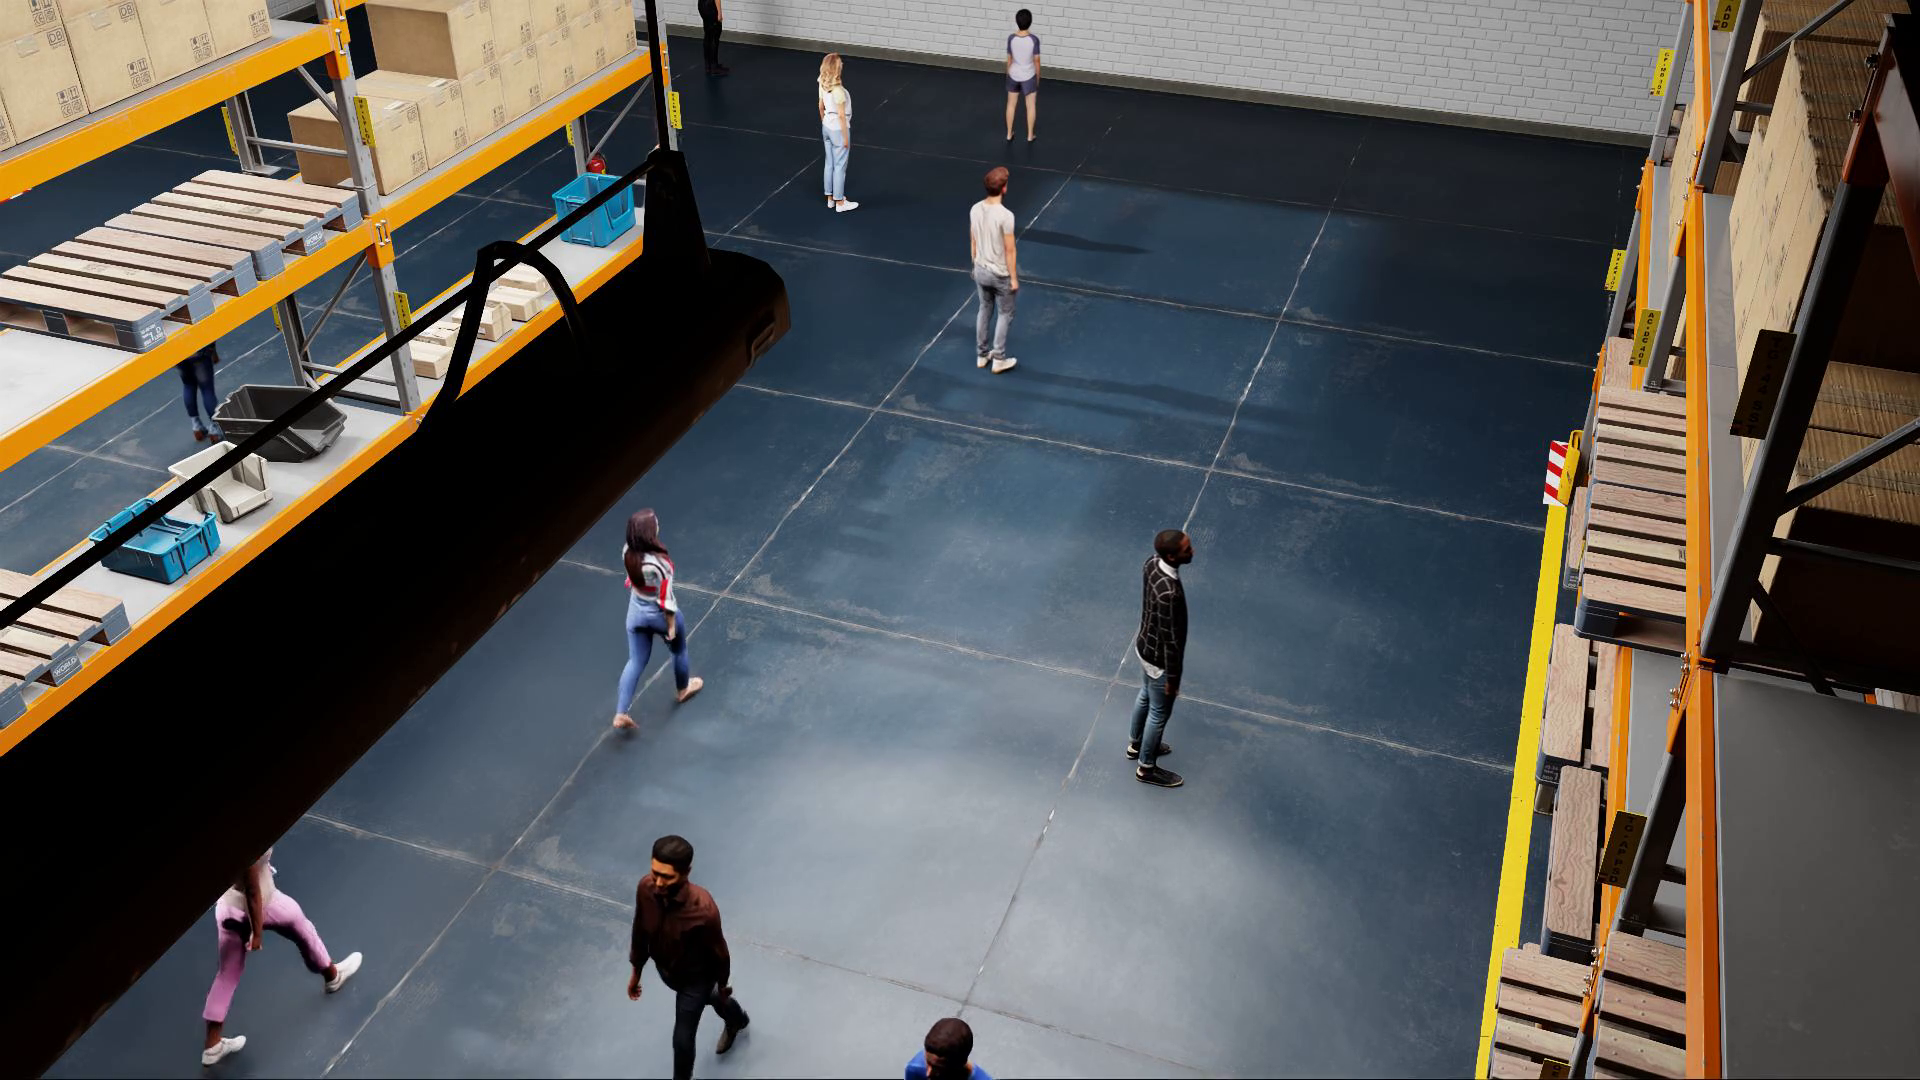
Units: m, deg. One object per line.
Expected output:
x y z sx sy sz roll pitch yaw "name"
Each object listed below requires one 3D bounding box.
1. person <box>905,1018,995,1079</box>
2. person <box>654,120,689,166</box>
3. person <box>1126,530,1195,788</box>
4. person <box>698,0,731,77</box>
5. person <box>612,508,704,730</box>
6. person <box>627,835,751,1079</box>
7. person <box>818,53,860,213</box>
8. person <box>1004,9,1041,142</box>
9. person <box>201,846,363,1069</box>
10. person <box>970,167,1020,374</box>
0.031 2.680 7.261 0.899 1.818 1.311 23 40 30 "person"
-2.897 -3.302 16.318 0.700 1.754 0.595 7 34 10 "person"
1.225 0.696 10.244 0.810 1.820 0.657 -4 34 -6 "person"
-3.296 -7.010 21.957 0.708 1.688 0.668 -21 39 -28 "person"
-2.041 0.533 10.702 0.681 1.584 1.058 16 37 23 "person"
-1.310 2.076 8.239 0.812 1.741 1.209 19 38 26 "person"
-1.352 -4.416 18.023 0.728 1.723 0.711 -23 40 -30 "person"
0.751 -5.565 19.896 0.587 1.562 0.537 9 35 13 "person"
-3.693 1.951 8.470 0.684 1.694 1.216 17 37 24 "person"
0.293 -2.375 14.812 0.747 1.877 0.711 26 41 33 "person"
